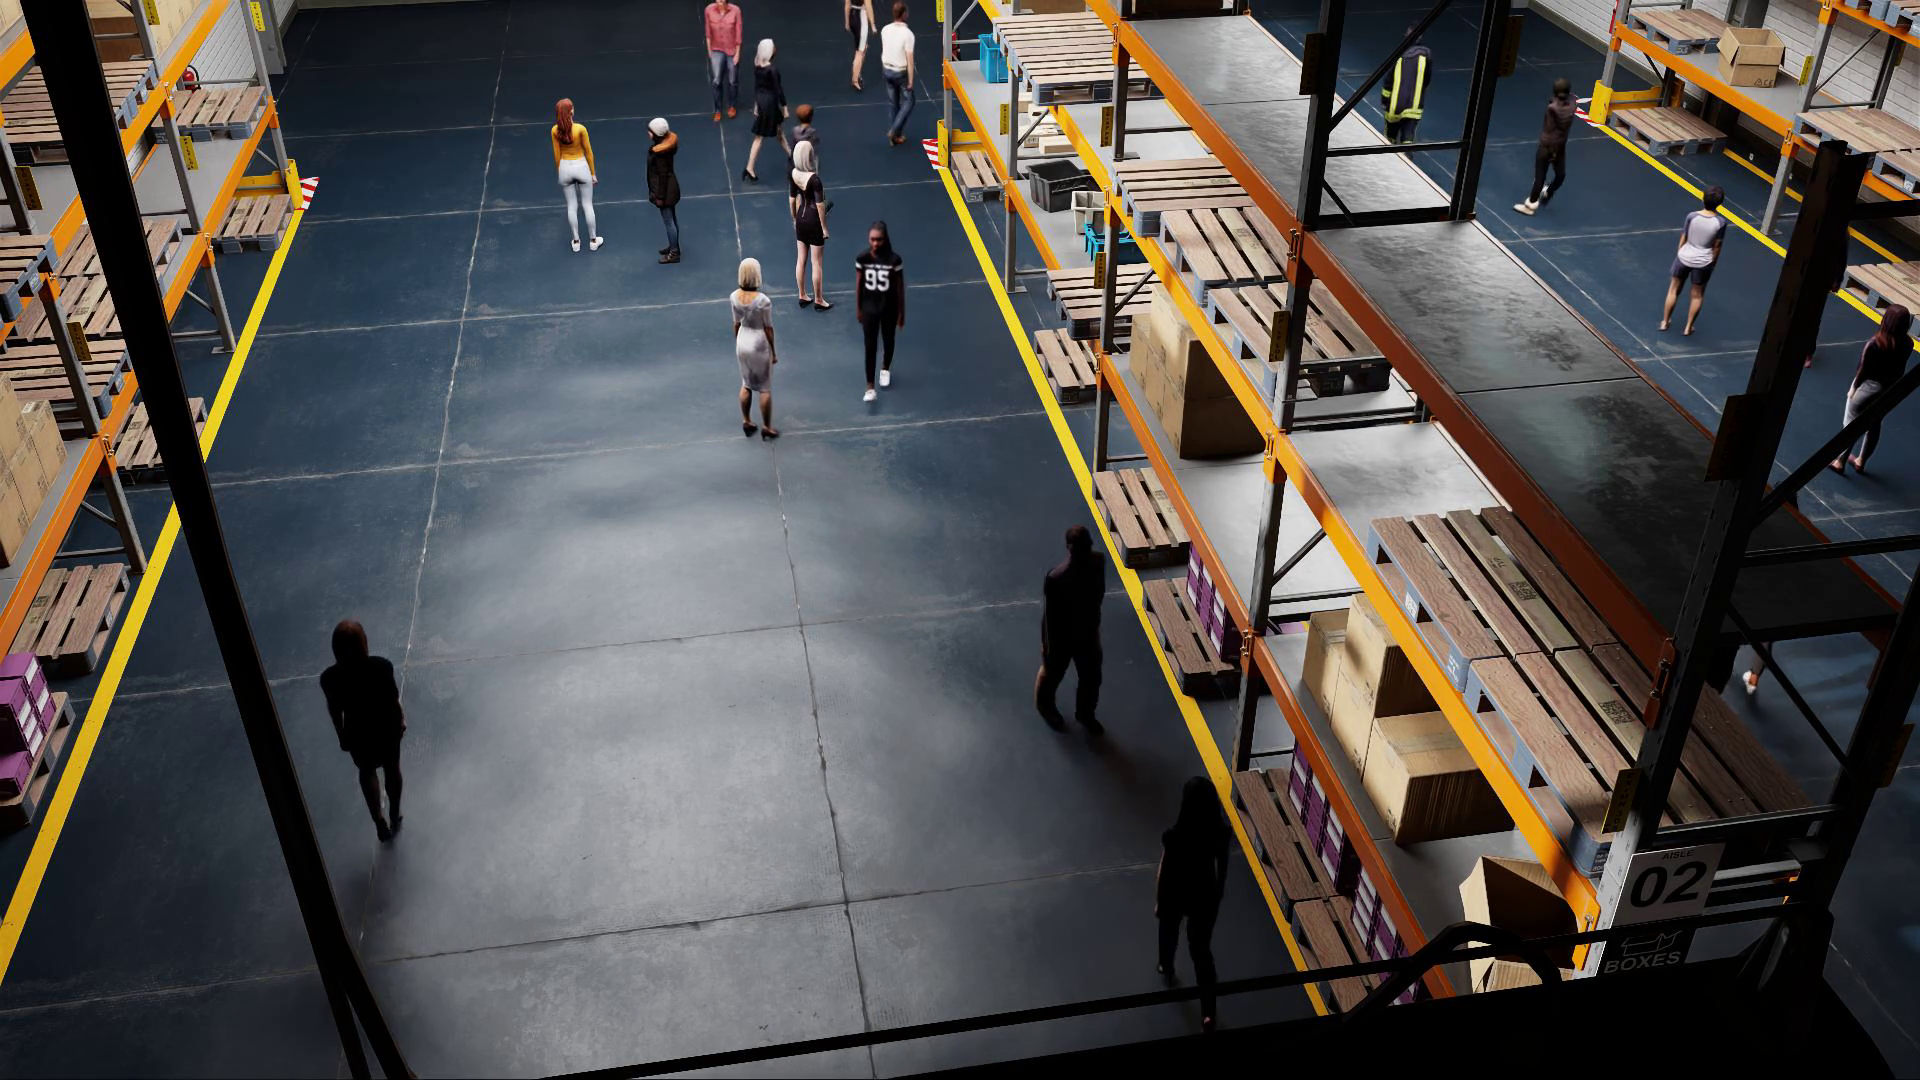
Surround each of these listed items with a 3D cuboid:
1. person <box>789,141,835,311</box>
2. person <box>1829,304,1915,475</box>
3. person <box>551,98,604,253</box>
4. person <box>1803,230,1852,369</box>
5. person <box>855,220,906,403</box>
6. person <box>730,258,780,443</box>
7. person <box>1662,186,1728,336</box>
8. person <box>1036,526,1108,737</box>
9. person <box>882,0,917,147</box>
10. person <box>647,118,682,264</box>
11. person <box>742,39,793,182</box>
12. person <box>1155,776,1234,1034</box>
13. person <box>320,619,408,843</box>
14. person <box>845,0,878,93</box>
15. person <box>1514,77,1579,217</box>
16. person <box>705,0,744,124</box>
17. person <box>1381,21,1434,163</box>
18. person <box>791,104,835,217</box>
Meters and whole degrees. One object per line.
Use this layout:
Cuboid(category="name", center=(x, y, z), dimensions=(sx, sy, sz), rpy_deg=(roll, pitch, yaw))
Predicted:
Cuboid(category="person", center=(-1.566, -3.265, 17.274), dimensions=(0.649, 1.829, 0.715), rpy_deg=(22, 40, 30))
Cuboid(category="person", center=(7.972, -1.316, 14.542), dimensions=(0.580, 1.608, 0.509), rpy_deg=(-5, 34, -8))
Cuboid(category="person", center=(-4.299, -4.079, 18.570), dimensions=(0.621, 1.750, 0.573), rpy_deg=(-2, 34, -3))
Cuboid(category="person", center=(8.376, -2.564, 16.344), dimensions=(0.780, 1.692, 0.823), rpy_deg=(14, 36, 20))
Cuboid(category="person", center=(-0.742, -2.218, 15.816), dimensions=(0.796, 1.700, 1.117), rpy_deg=(2, 34, 3))
Cuboid(category="person", center=(-1.853, -1.711, 15.015), dimensions=(0.649, 1.743, 0.682), rpy_deg=(15, 36, 21))
Cuboid(category="person", center=(7.469, -2.846, 16.886), dimensions=(0.663, 1.562, 0.708), rpy_deg=(17, 37, 23))
Cuboid(category="person", center=(0.739, 0.563, 11.541), dimensions=(0.818, 1.801, 0.908), rpy_deg=(-23, 40, -31))
Cuboid(category="person", center=(-0.856, -5.905, 21.240), dimensions=(0.873, 1.835, 0.931), rpy_deg=(19, 38, 26))
Cuboid(category="person", center=(-3.253, -3.871, 18.360), dimensions=(0.718, 1.637, 0.587), rpy_deg=(-1, 34, -2))
Cuboid(category="person", center=(-2.406, -5.198, 20.309), dimensions=(1.046, 1.690, 1.190), rpy_deg=(-23, 40, -31))
Cuboid(category="person", center=(1.319, 2.085, 9.336), dimensions=(0.593, 1.707, 1.044), rpy_deg=(-4, 34, -6))
Cuboid(category="person", center=(-3.731, 1.263, 10.585), dimensions=(0.643, 1.694, 0.781), rpy_deg=(-10, 35, -15))
Cuboid(category="person", center=(-1.465, -7.092, 23.072), dimensions=(0.773, 1.786, 0.709), rpy_deg=(-25, 41, -33))
Cuboid(category="person", center=(6.869, -4.656, 19.517), dimensions=(0.771, 1.663, 0.675), rpy_deg=(-6, 34, -9))
Cuboid(category="person", center=(-3.116, -6.557, 22.246), dimensions=(0.737, 1.809, 0.842), rpy_deg=(0, 34, 0))
Cuboid(category="person", center=(5.524, -5.444, 20.548), dimensions=(1.002, 1.834, 1.250), rpy_deg=(6, 34, 9))
Cuboid(category="person", center=(-1.806, -4.258, 19.138), dimensions=(0.816, 1.420, 0.972), rpy_deg=(13, 36, 19))
